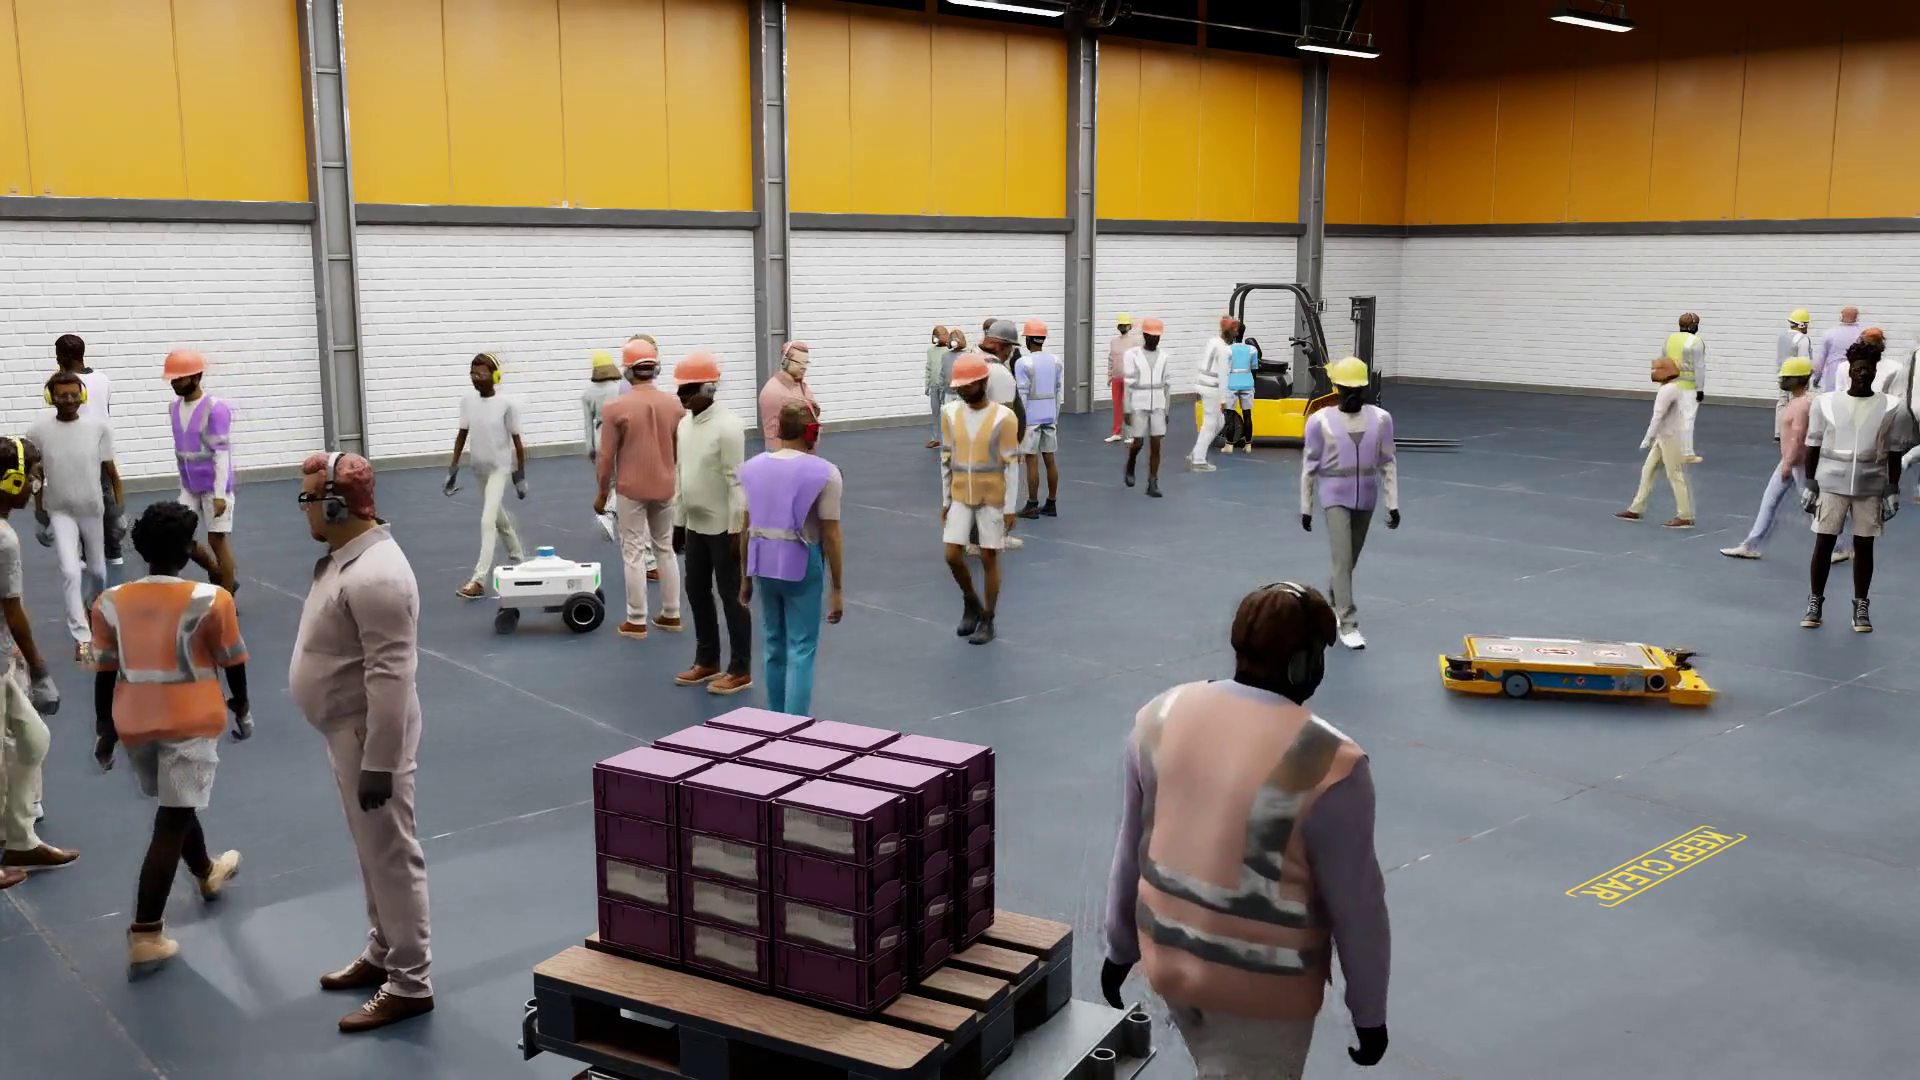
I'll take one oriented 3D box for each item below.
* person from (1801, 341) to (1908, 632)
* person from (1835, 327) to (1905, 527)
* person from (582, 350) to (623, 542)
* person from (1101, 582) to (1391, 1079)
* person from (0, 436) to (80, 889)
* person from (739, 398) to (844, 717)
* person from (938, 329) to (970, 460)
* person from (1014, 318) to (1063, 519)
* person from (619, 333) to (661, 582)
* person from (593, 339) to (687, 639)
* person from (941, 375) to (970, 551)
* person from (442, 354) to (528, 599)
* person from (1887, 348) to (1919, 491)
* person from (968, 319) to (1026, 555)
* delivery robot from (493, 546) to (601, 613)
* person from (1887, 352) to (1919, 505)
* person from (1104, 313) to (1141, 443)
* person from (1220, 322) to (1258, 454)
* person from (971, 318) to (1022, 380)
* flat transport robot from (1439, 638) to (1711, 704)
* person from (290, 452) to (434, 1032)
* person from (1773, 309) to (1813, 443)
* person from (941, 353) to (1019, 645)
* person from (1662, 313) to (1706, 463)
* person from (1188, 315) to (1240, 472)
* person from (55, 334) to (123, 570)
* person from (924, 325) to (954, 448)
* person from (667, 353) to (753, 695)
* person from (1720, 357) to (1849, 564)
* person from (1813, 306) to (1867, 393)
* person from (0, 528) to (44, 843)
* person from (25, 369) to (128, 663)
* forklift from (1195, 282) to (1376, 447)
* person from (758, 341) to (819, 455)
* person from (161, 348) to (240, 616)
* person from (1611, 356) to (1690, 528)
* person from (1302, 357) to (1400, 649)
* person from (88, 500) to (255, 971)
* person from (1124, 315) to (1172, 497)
[{"bbox_3d":[6.042,-0.362,11.275,0.607,1.966,0.366,5,11,25],"label":"person"},{"bbox_3d":[8.427,-1.038,15.500,0.580,1.881,0.389,7,12,35],"label":"person"},{"bbox_3d":[-3.103,-0.814,14.682,0.538,1.701,0.666,3,10,18],"label":"person"},{"bbox_3d":[0.693,0.991,3.832,0.770,1.810,0.659,-9,13,-41],"label":"person"},{"bbox_3d":[-3.789,0.503,6.608,0.666,1.825,0.546,-9,13,-43],"label":"person"},{"bbox_3d":[-0.821,0.202,8.453,0.601,1.817,0.633,5,11,27],"label":"person"},{"bbox_3d":[-0.045,-1.790,20.600,0.504,1.636,0.280,6,11,32],"label":"person"},{"bbox_3d":[0.731,-1.171,16.094,0.544,1.939,0.372,-7,12,-35],"label":"person"},{"bbox_3d":[-2.459,-0.640,12.987,0.372,1.940,0.632,-4,10,-20],"label":"person"},{"bbox_3d":[-2.104,-0.337,11.060,0.627,1.991,0.428,-8,12,-38],"label":"person"},{"bbox_3d":[0.120,-0.632,13.955,0.553,1.598,0.764,-2,10,-10],"label":"person"},{"bbox_3d":[-3.554,-0.499,12.538,0.534,1.815,0.997,4,11,25],"label":"person"},{"bbox_3d":[10.313,-1.424,17.913,0.641,1.825,0.526,0,10,1],"label":"person"},{"bbox_3d":[0.329,-0.880,14.092,0.601,2.000,0.715,-3,10,-18],"label":"person"},{"bbox_3d":[-2.808,0.288,11.324,0.707,0.478,0.477,-2,10,-12],"label":"delivery robot"},{"bbox_3d":[9.813,-1.302,16.906,0.556,1.919,0.644,2,10,14],"label":"person"},{"bbox_3d":[2.215,-2.196,22.599,0.525,1.769,0.313,9,13,42],"label":"person"},{"bbox_3d":[3.561,-1.947,21.337,0.533,1.698,0.322,-2,10,-10],"label":"person"},{"bbox_3d":[0.374,-1.578,18.760,0.626,1.843,0.430,4,11,24],"label":"person"},{"bbox_3d":[3.568,0.747,9.742,1.431,0.197,0.652,2,10,12],"label":"flat transport robot"},{"bbox_3d":[-1.989,0.656,5.503,0.399,1.904,0.644,-5,11,-26],"label":"person"},{"bbox_3d":[11.208,-2.184,22.335,0.404,1.831,0.600,-2,10,-9],"label":"person"},{"bbox_3d":[0.105,-0.258,10.845,0.548,1.910,0.424,4,11,23],"label":"person"},{"bbox_3d":[8.938,-1.876,20.505,0.429,1.844,0.627,-4,10,-20],"label":"person"},{"bbox_3d":[2.984,-1.704,19.487,0.537,1.846,0.613,0,10,-1],"label":"person"},{"bbox_3d":[-7.063,-0.705,13.457,0.397,1.911,0.587,1,10,8],"label":"person"},{"bbox_3d":[-0.247,-2.003,21.857,0.509,1.632,0.266,7,12,34],"label":"person"},{"bbox_3d":[-1.483,-0.090,9.669,0.452,1.979,0.619,-8,13,-39],"label":"person"},{"bbox_3d":[6.899,-0.650,13.706,0.953,1.713,0.535,2,10,14],"label":"person"},{"bbox_3d":[11.628,-2.132,21.888,0.684,1.885,0.559,3,10,15],"label":"person"},{"bbox_3d":[-4.203,0.495,7.217,0.306,1.639,0.523,-2,10,-14],"label":"person"},{"bbox_3d":[-5.655,-0.191,10.676,0.524,1.842,0.873,-6,11,-30],"label":"person"},{"bbox_3d":[4.328,-2.346,22.227,2.313,2.155,1.214,3,10,16],"label":"forklift"},{"bbox_3d":[-1.260,-0.555,12.608,0.399,1.899,0.643,3,10,19],"label":"person"},{"bbox_3d":[-5.242,-0.371,11.487,0.548,1.910,0.460,4,11,23],"label":"person"},{"bbox_3d":[6.520,-0.918,15.599,0.776,1.597,0.511,4,10,21],"label":"person"},{"bbox_3d":[2.575,-0.280,11.064,0.591,1.884,0.974,-2,10,-10],"label":"person"},{"bbox_3d":[-2.884,0.676,6.130,0.523,1.637,0.912,1,10,8],"label":"person"},{"bbox_3d":[1.973,-1.421,17.612,0.548,1.918,0.593,-2,10,-13],"label":"person"}]
